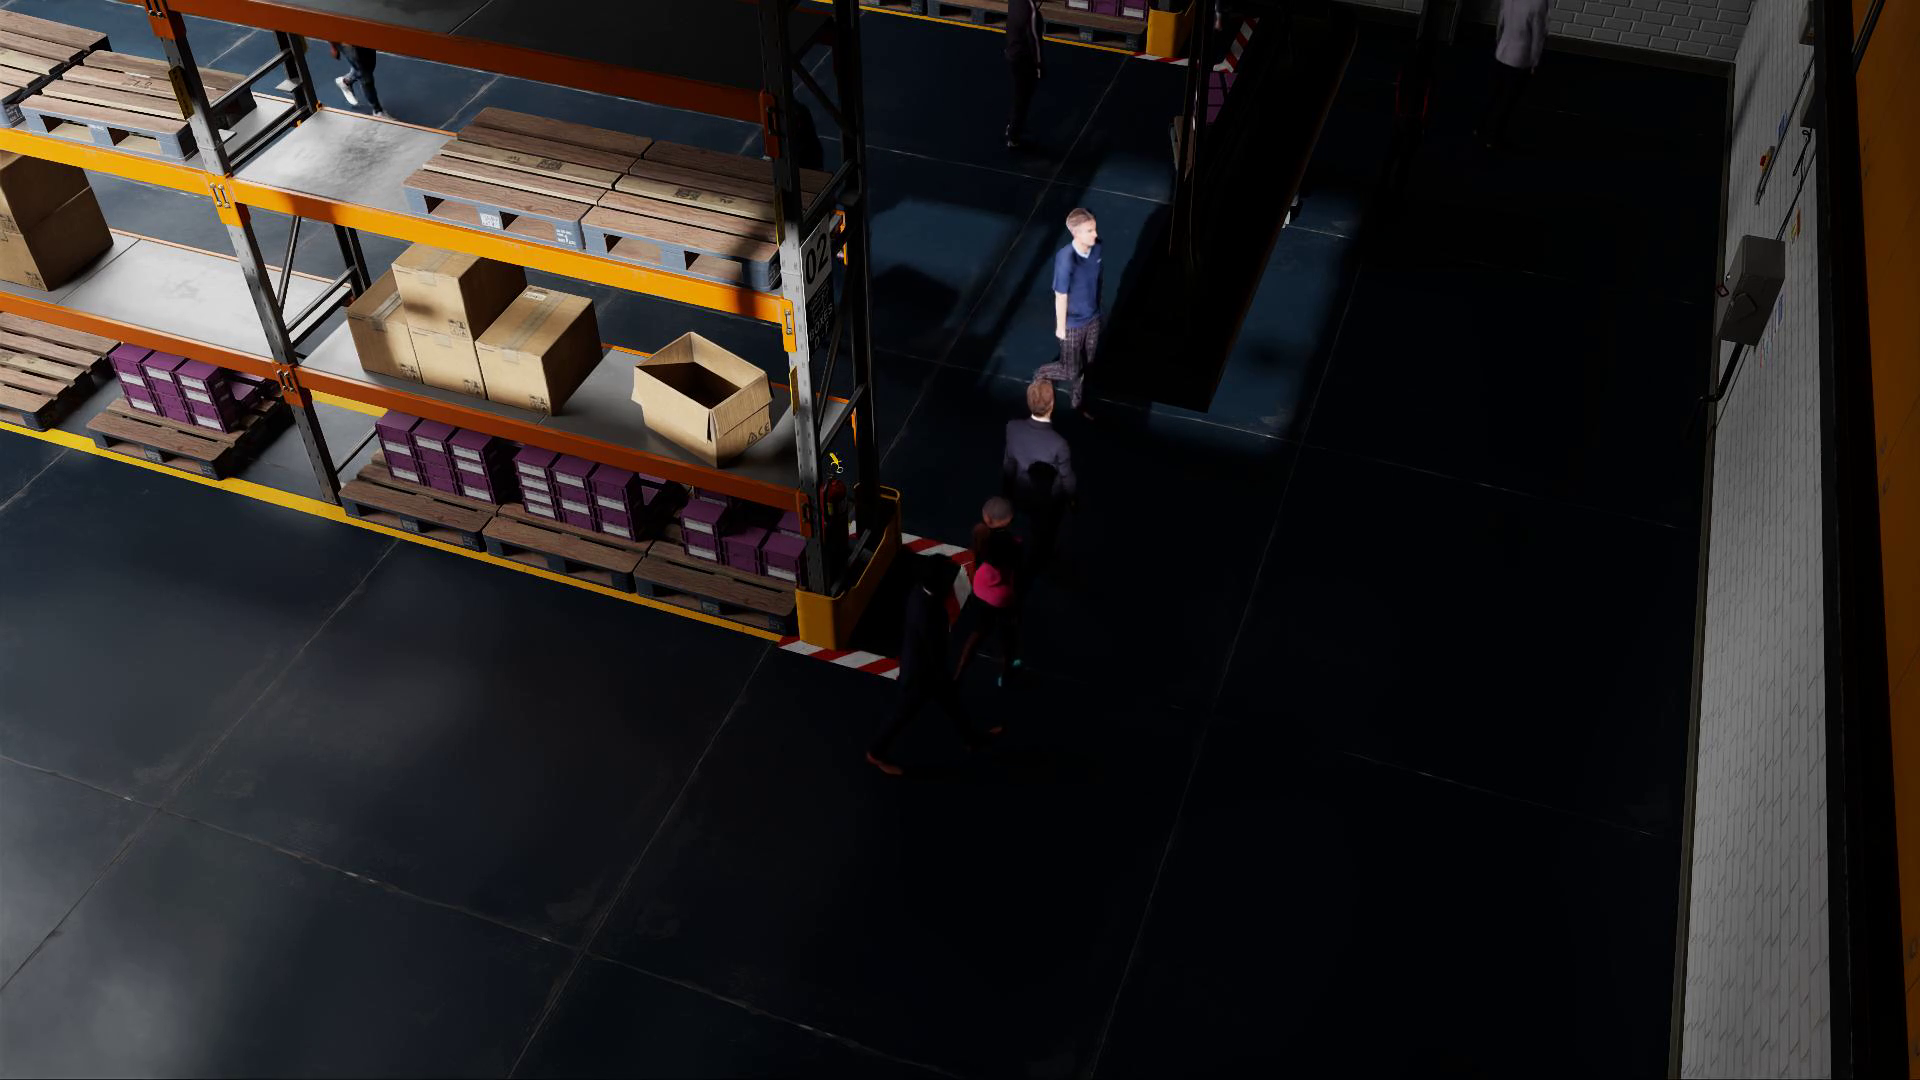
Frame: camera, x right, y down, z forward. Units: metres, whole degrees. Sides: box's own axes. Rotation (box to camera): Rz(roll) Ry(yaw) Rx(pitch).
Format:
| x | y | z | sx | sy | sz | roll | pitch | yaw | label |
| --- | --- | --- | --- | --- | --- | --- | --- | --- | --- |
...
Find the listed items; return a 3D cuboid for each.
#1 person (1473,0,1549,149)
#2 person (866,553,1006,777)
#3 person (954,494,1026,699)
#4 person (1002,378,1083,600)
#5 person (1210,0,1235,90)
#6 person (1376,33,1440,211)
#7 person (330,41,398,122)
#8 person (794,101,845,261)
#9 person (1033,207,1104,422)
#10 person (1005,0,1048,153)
| x | y | z | sx | sy | sz | roll | pitch | yaw | label |
| --- | --- | --- | --- | --- | --- | --- | --- | --- | --- |
| 5.228 | -4.546 | 15.638 | 0.841 | 1.819 | 0.779 | -9 | 44 | -9 | person |
| -0.306 | 0.814 | 10.125 | 1.224 | 1.662 | 0.960 | 1 | 44 | 1 | person |
| 0.170 | 0.410 | 10.518 | 0.938 | 1.706 | 0.796 | 28 | 50 | 27 | person |
| 0.499 | -0.276 | 11.179 | 1.147 | 1.787 | 0.984 | 30 | 51 | 28 | person |
| 2.542 | -5.182 | 16.335 | 0.499 | 1.779 | 0.583 | 13 | 45 | 13 | person |
| 4.015 | -3.746 | 14.921 | 0.718 | 1.650 | 0.641 | -22 | 48 | -21 | person |
| -5.917 | -4.899 | 16.033 | 1.115 | 1.785 | 0.819 | 23 | 48 | 22 | person |
| -1.458 | -3.058 | 14.254 | 0.951 | 1.574 | 0.718 | 15 | 46 | 15 | person |
| 0.824 | -1.725 | 12.646 | 0.929 | 1.862 | 0.841 | 34 | 53 | 30 | person |
| 0.497 | -4.455 | 15.540 | 0.869 | 1.823 | 0.828 | -14 | 45 | -14 | person |
